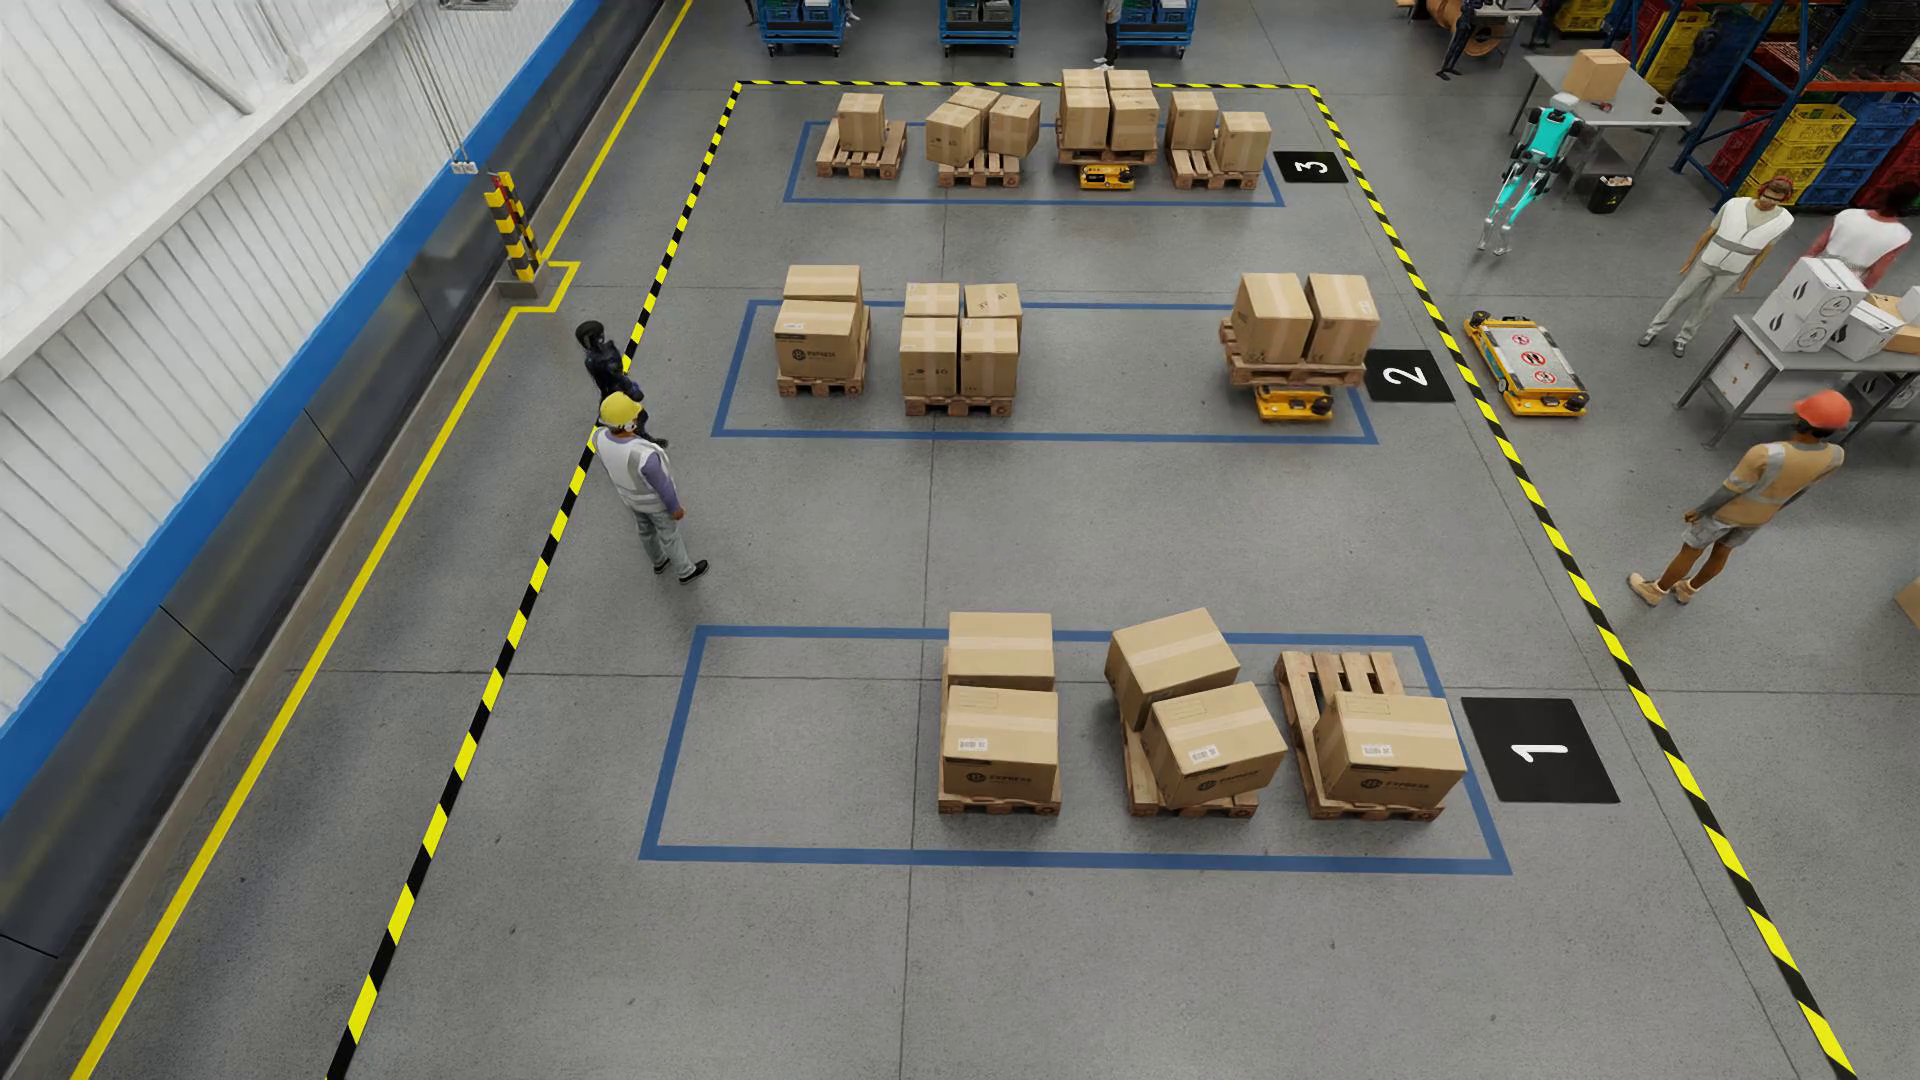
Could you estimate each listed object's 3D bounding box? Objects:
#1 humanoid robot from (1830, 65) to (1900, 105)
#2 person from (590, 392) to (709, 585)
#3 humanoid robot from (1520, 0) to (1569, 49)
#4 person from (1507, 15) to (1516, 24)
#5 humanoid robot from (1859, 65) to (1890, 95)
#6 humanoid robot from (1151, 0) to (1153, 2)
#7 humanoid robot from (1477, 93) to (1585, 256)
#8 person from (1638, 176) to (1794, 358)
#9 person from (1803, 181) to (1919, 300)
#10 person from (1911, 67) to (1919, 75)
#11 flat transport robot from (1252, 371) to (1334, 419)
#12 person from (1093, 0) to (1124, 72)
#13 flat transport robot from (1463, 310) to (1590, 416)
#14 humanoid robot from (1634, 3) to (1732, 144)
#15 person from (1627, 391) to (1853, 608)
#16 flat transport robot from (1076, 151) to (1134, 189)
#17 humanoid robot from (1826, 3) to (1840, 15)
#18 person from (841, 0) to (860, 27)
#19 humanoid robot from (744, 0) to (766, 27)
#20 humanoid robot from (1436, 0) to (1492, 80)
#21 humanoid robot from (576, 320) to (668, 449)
[{"bbox_3d":[11.437,-5.806,11.620,0.321,1.658,0.601,-25,54,-20],"label":"humanoid robot"},{"bbox_3d":[-2.304,-0.354,6.805,0.588,1.832,0.404,23,53,19],"label":"person"},{"bbox_3d":[9.034,-8.277,13.760,0.603,1.648,0.386,-35,58,-27],"label":"humanoid robot"},{"bbox_3d":[8.807,-9.176,14.444,0.405,1.829,0.699,-27,54,-21],"label":"person"},{"bbox_3d":[13.204,-7.078,12.713,0.800,1.799,0.531,-17,51,-14],"label":"humanoid robot"},{"bbox_3d":[3.049,-9.014,14.414,0.809,1.818,0.532,3,49,2],"label":"humanoid robot"},{"bbox_3d":[5.987,-3.822,9.784,0.735,1.673,0.533,-36,58,-27],"label":"humanoid robot"},{"bbox_3d":[7.254,-2.607,8.752,0.563,1.838,0.391,27,54,22],"label":"person"},{"bbox_3d":[8.148,-2.435,8.560,0.452,1.904,0.586,-24,53,-20],"label":"person"},{"bbox_3d":[14.033,-7.756,13.137,0.694,1.971,1.086,-29,55,-23],"label":"person"},{"bbox_3d":[3.172,-1.729,9.011,0.652,0.197,1.431,1,49,1],"label":"flat transport robot"},{"bbox_3d":[2.166,-7.754,13.198,0.394,1.853,0.588,7,49,6],"label":"person"},{"bbox_3d":[5.573,-1.757,9.054,0.659,0.231,1.431,1,49,1],"label":"flat transport robot"},{"bbox_3d":[9.481,-5.989,11.792,0.634,1.634,0.613,24,53,19],"label":"humanoid robot"},{"bbox_3d":[5.577,-0.237,6.565,0.607,2.046,0.365,-1,49,-1],"label":"person"},{"bbox_3d":[1.845,-4.982,11.827,0.652,0.197,1.431,1,49,1],"label":"flat transport robot"},{"bbox_3d":[12.633,-7.636,13.181,0.670,1.805,0.559,29,55,23],"label":"humanoid robot"},{"bbox_3d":[-1.831,-9.078,14.415,0.299,1.743,0.485,20,52,17],"label":"person"},{"bbox_3d":[-3.224,-8.809,14.231,0.460,1.644,0.611,-21,52,-17],"label":"humanoid robot"},{"bbox_3d":[7.336,-7.494,13.080,0.599,1.654,0.315,-27,54,-21],"label":"humanoid robot"},{"bbox_3d":[-2.749,-1.178,7.624,0.461,1.648,0.611,-34,57,-26],"label":"humanoid robot"}]
